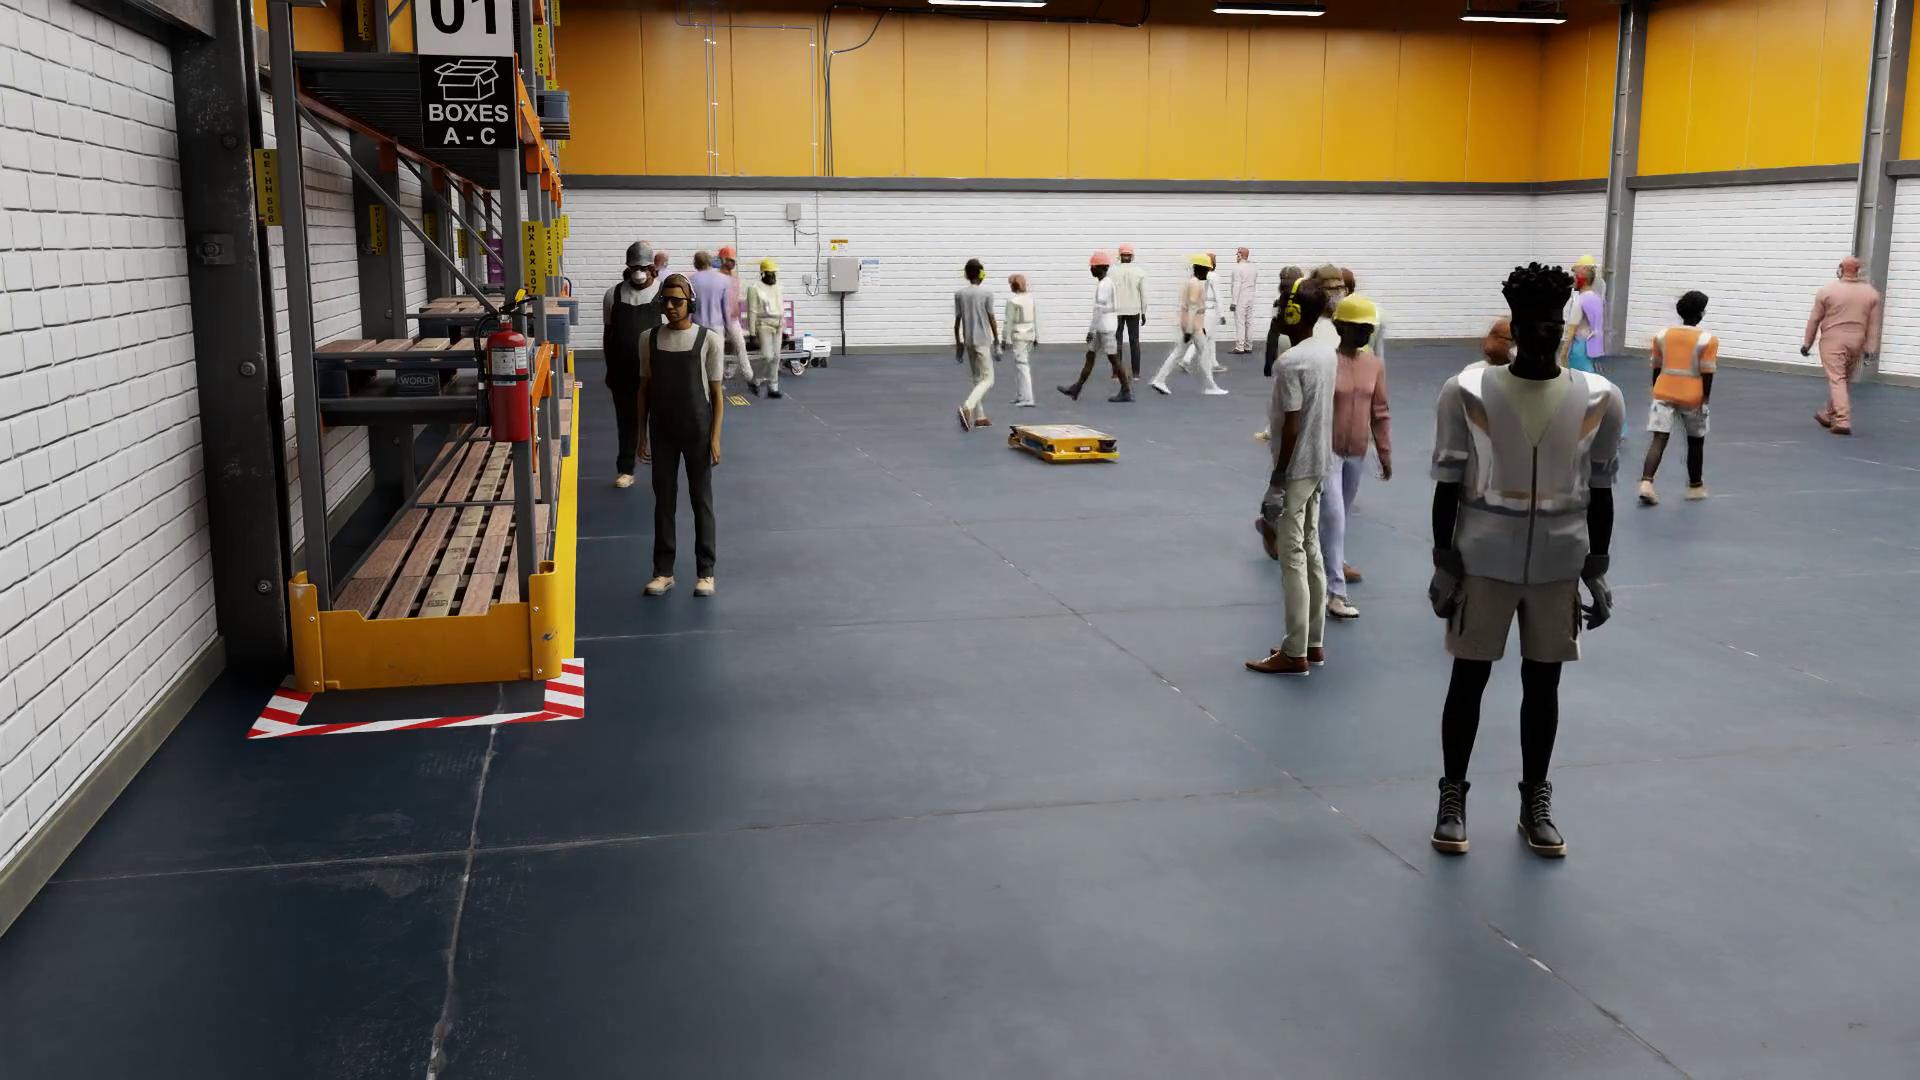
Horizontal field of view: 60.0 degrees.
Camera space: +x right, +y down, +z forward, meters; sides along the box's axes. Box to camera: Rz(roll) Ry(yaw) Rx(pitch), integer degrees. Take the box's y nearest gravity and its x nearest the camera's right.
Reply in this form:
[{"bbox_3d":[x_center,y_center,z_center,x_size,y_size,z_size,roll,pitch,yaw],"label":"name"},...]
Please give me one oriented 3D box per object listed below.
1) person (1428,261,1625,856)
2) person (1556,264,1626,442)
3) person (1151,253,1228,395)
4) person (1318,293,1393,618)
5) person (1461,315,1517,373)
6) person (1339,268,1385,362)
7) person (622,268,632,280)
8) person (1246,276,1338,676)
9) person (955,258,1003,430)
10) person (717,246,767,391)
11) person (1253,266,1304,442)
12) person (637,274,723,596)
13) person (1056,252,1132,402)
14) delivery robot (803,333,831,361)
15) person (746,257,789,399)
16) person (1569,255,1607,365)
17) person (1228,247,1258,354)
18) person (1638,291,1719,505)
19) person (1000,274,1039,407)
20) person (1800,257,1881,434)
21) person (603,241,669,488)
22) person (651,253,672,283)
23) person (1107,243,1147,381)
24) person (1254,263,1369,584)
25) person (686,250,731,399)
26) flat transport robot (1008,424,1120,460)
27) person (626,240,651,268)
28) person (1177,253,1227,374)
[{"bbox_3d":[1.856,0.073,5.506,0.607,1.966,0.374,2,10,9],"label":"person"},{"bbox_3d":[6.139,-1.806,16.355,0.936,1.810,0.567,6,12,32],"label":"person"},{"bbox_3d":[3.015,-2.833,21.880,1.000,1.884,0.598,0,10,-2],"label":"person"},{"bbox_3d":[2.102,-0.450,8.986,0.558,1.736,0.752,-4,11,-23],"label":"person"},{"bbox_3d":[3.026,-0.436,9.281,0.505,1.617,0.519,-3,11,-18],"label":"person"},{"bbox_3d":[2.851,-1.162,12.743,0.659,1.819,0.741,-1,10,-8],"label":"person"},{"bbox_3d":[-4.267,-2.712,21.740,0.546,1.666,0.685,-3,11,-18],"label":"person"},{"bbox_3d":[1.573,-0.293,7.820,0.328,1.867,0.514,7,12,33],"label":"person"},{"bbox_3d":[0.167,-2.098,17.856,0.566,1.856,0.696,8,13,38],"label":"person"},{"bbox_3d":[-3.077,-2.967,22.395,0.999,1.940,0.660,7,12,34],"label":"person"},{"bbox_3d":[3.299,-1.794,16.375,0.629,1.792,0.988,-9,14,-42],"label":"person"},{"bbox_3d":[-1.602,-0.593,9.535,0.508,1.846,0.345,1,10,6],"label":"person"},{"bbox_3d":[1.720,-2.666,20.910,1.002,1.880,0.562,1,10,4],"label":"person"},{"bbox_3d":[-2.413,-3.054,26.488,0.707,0.478,0.477,-7,12,-34],"label":"delivery robot"},{"bbox_3d":[-2.442,-2.709,21.337,0.416,1.820,0.598,8,13,36],"label":"person"},{"bbox_3d":[8.690,-3.043,23.150,0.599,1.827,0.404,-6,12,-28],"label":"person"},{"bbox_3d":[5.049,-4.287,29.831,0.404,1.911,0.636,10,14,43],"label":"person"},{"bbox_3d":[5.535,-1.089,12.823,0.852,1.663,0.536,-9,14,-42],"label":"person"},{"bbox_3d":[0.702,-2.446,20.424,0.617,1.614,0.544,8,13,38],"label":"person"},{"bbox_3d":[9.363,-2.074,17.726,0.641,1.847,1.044,0,10,1],"label":"person"},{"bbox_3d":[-2.613,-1.433,13.645,0.681,2.000,0.535,1,10,6],"label":"person"},{"bbox_3d":[-4.506,-3.327,24.714,0.688,1.844,0.971,-1,10,-4],"label":"person"},{"bbox_3d":[2.405,-3.307,24.162,0.623,1.989,0.401,0,10,-1],"label":"person"},{"bbox_3d":[2.144,-0.732,10.147,0.632,1.909,0.907,-8,13,-39],"label":"person"},{"bbox_3d":[-3.226,-2.729,21.171,0.632,1.913,0.664,-2,10,-11],"label":"person"},{"bbox_3d":[0.966,-0.941,15.826,0.652,0.197,1.431,-3,11,-15],"label":"flat transport robot"},{"bbox_3d":[-5.228,-3.951,27.635,0.611,2.032,0.411,-6,12,-32],"label":"person"},{"bbox_3d":[3.703,-3.468,25.487,0.936,1.849,0.572,-4,11,-23],"label":"person"}]
